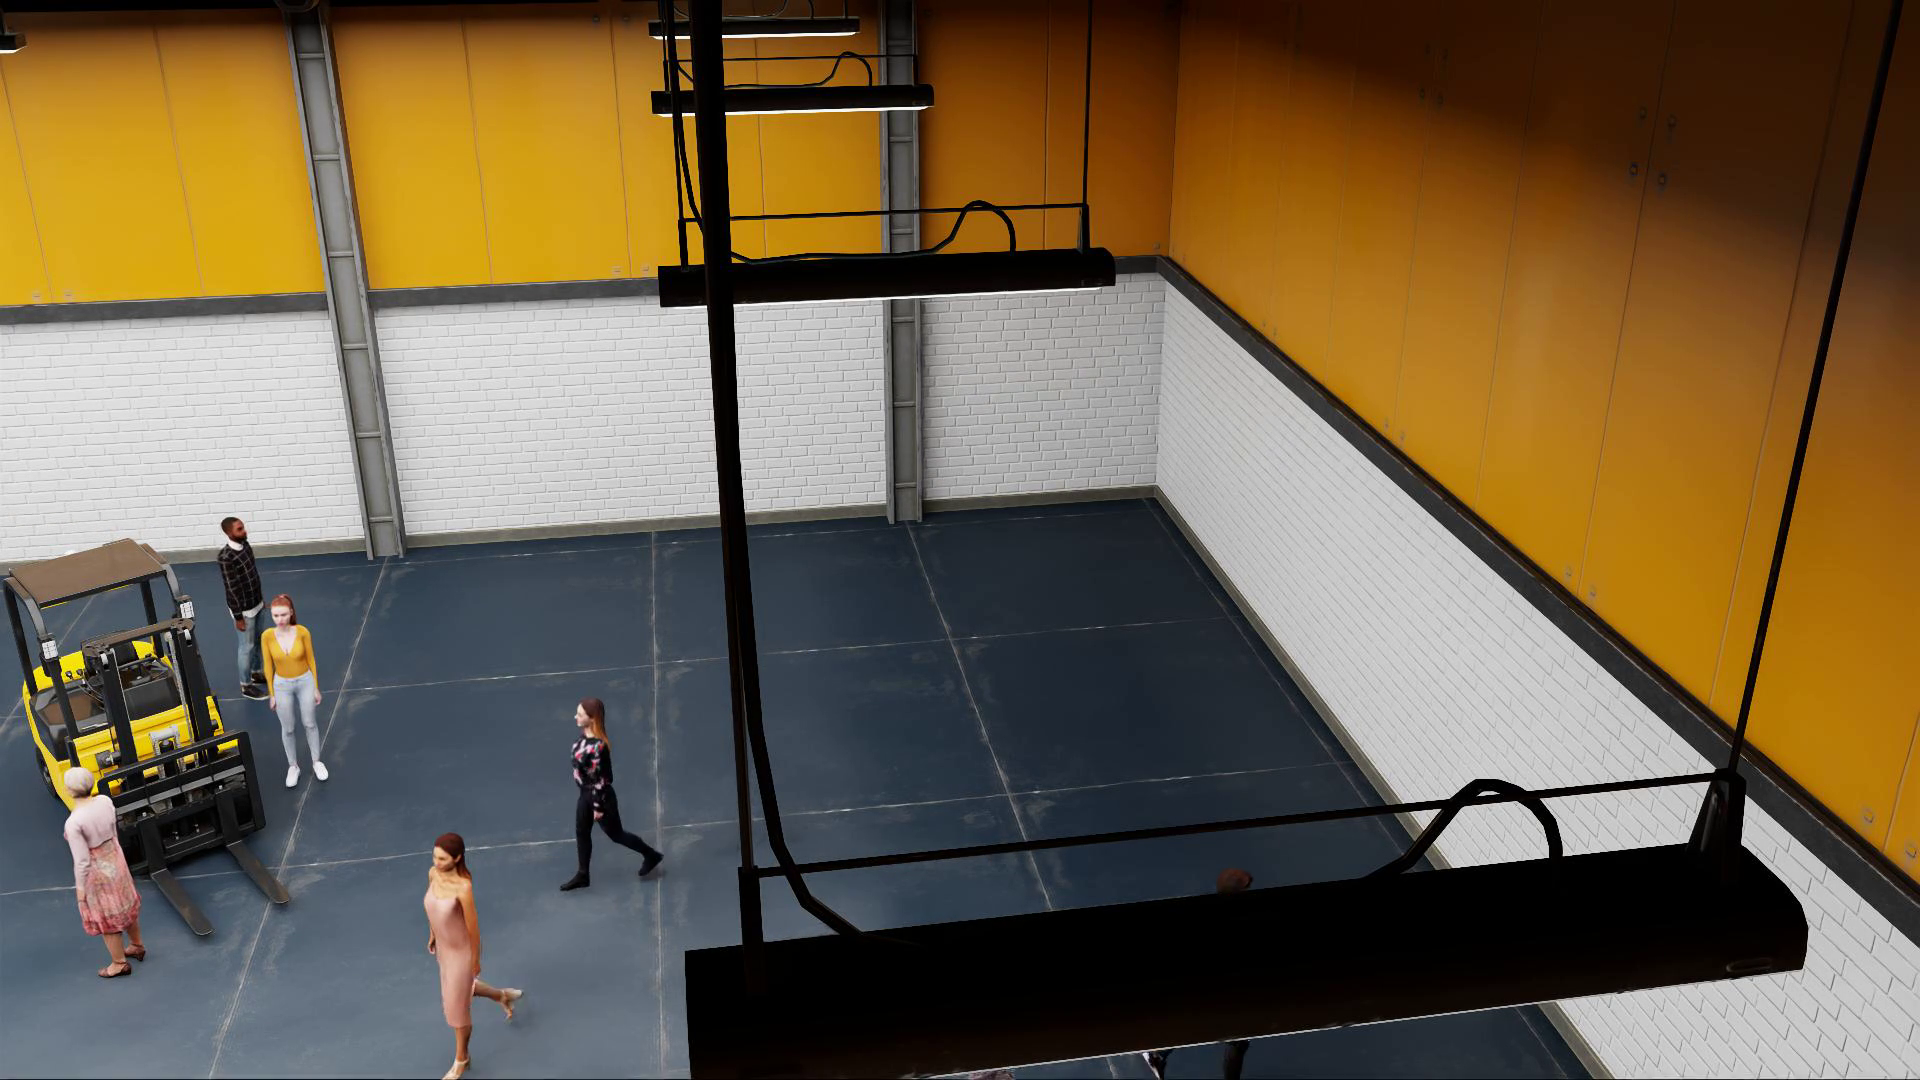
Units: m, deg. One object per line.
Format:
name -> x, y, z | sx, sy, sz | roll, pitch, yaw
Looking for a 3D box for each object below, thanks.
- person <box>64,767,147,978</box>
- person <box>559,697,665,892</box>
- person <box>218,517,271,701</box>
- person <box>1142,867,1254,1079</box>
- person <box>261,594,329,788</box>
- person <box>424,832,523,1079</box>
person -> -6.151, 2.372, 11.928 | 0.679, 1.692, 0.676 | 5, 24, 11
person -> -2.721, 1.969, 12.895 | 1.116, 1.654, 0.780 | -11, 26, -24
person -> -6.795, 0.612, 15.795 | 0.612, 1.819, 0.715 | 1, 24, 2
person -> 1.602, 2.863, 10.638 | 1.139, 1.826, 0.825 | 2, 24, 4
person -> -5.745, 1.281, 14.350 | 0.548, 1.750, 0.676 | -9, 25, -19
person -> -3.282, 2.691, 11.040 | 0.949, 1.817, 1.054 | 19, 30, 37
